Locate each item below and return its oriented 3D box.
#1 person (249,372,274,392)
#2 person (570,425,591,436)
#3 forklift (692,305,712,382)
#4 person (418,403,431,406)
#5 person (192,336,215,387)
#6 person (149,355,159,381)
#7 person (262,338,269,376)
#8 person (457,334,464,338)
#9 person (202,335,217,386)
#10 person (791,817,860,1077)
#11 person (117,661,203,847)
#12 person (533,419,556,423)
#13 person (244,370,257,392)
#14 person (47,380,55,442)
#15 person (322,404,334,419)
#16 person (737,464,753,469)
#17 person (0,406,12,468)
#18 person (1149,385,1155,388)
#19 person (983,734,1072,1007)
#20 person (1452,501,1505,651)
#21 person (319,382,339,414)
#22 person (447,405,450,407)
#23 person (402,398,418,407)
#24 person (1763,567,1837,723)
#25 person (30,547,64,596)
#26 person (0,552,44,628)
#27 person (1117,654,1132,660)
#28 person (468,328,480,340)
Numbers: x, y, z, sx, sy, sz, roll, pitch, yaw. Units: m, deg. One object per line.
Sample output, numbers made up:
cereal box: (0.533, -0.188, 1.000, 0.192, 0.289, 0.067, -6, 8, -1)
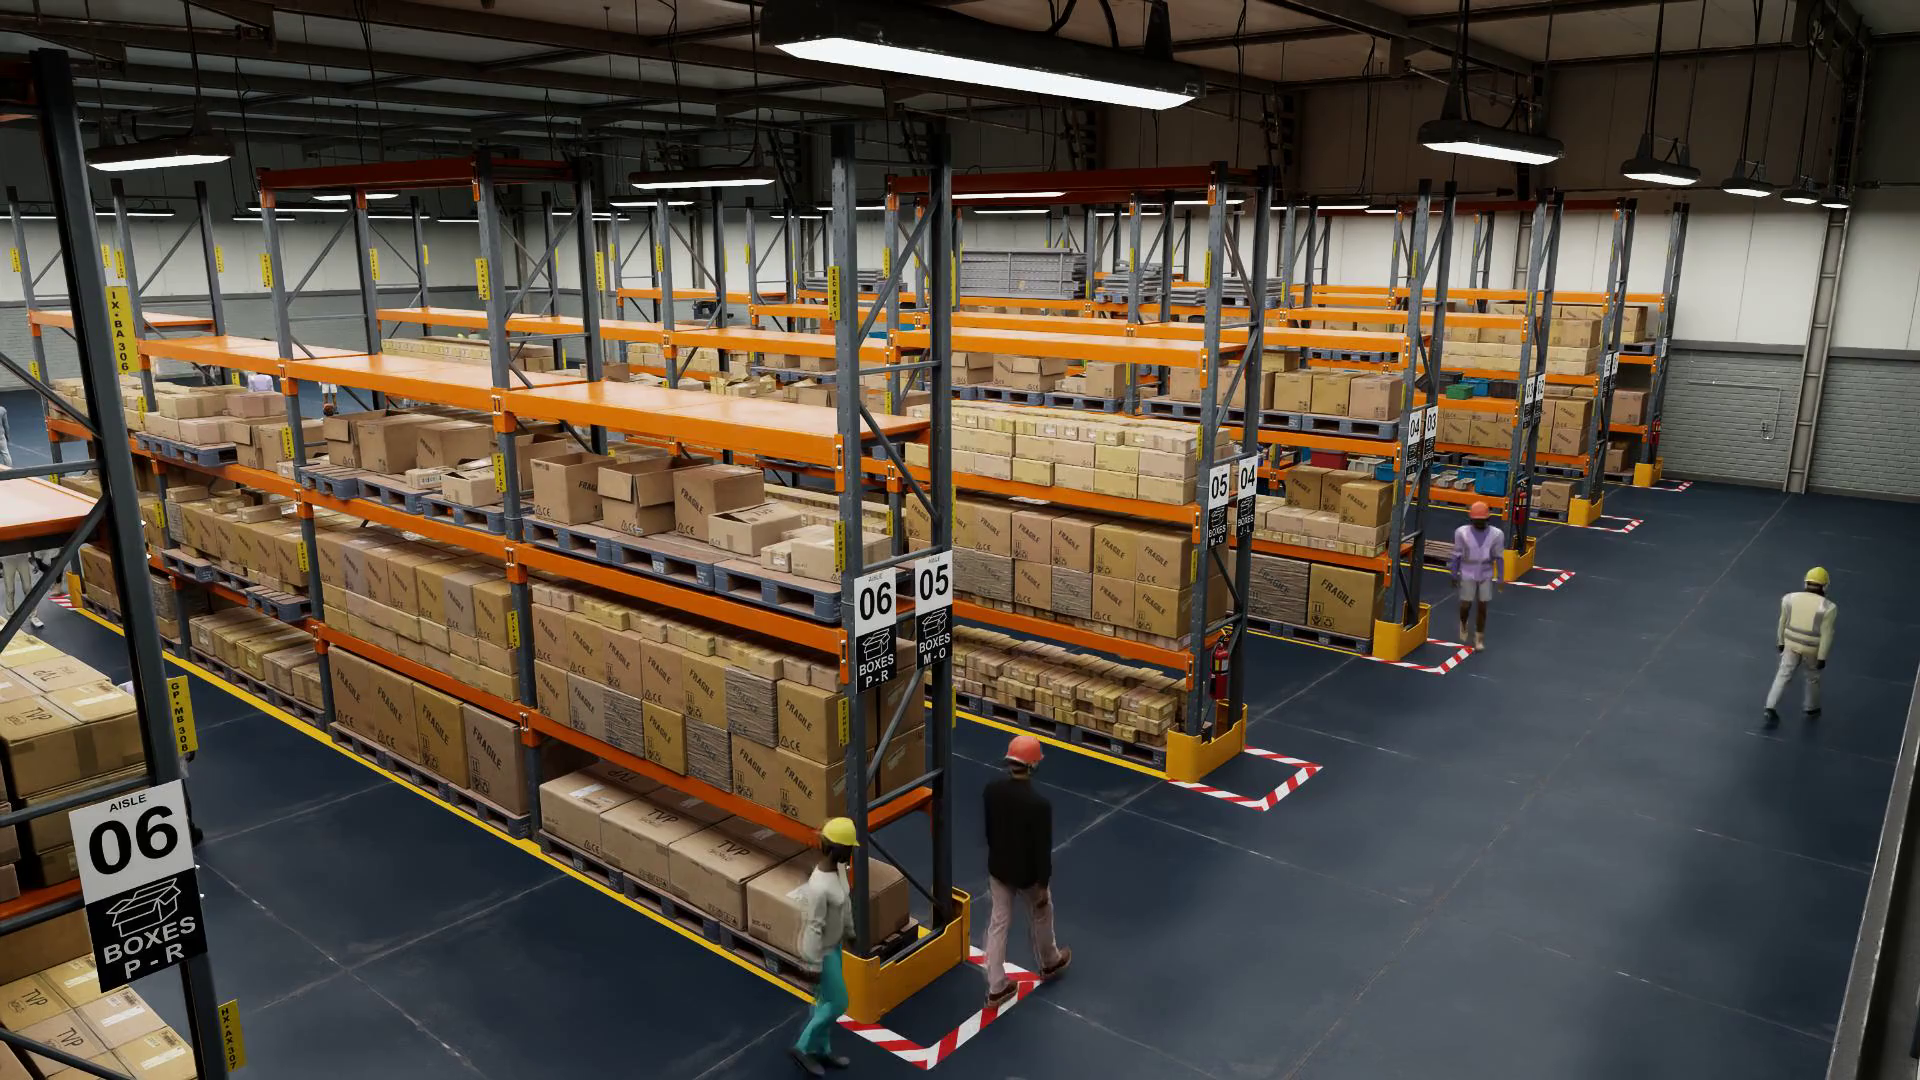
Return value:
person: (-19.210, -3.911, 34.700, 0.584, 1.929, 0.371, -8, 16, -30)
person: (-8.905, -2.677, 29.701, 0.607, 1.906, 0.986, -4, 14, -17)
forklift: (-9.511, -7.392, 47.124, 1.873, 2.768, 1.129, 11, 17, 38)
person: (-15.547, -4.348, 36.501, 0.609, 1.932, 0.441, -4, 14, -15)
person: (-26.021, -6.010, 43.256, 0.618, 1.957, 0.868, 1, 14, 4)
person: (-26.651, -5.553, 41.478, 0.786, 1.919, 0.544, 5, 15, 21)
person: (-25.330, -6.594, 46.254, 0.738, 1.674, 0.530, -3, 14, -14)
person: (-18.584, -6.861, 47.206, 0.768, 1.740, 0.526, 7, 15, 26)
person: (-26.836, -6.368, 44.920, 1.017, 1.893, 0.638, 3, 14, 12)
person: (-0.839, 2.639, 8.183, 0.362, 1.730, 0.543, 2, 14, 10)
person: (-7.096, 1.812, 11.136, 0.552, 1.935, 0.366, -7, 15, -25)
person: (-9.973, -2.813, 30.361, 0.621, 1.845, 0.429, -6, 15, -25)
person: (-23.399, -5.452, 41.683, 0.361, 1.624, 0.513, 6, 15, 22)
person: (-23.963, -3.443, 33.420, 0.520, 1.622, 0.644, 7, 15, 25)
person: (-13.327, -1.953, 26.741, 0.356, 1.883, 0.573, 5, 15, 21)
person: (-5.043, -2.539, 29.237, 0.513, 1.844, 0.337, 9, 17, 34)
person: (-21.532, -2.302, 28.057, 0.371, 1.940, 0.627, 7, 15, 28)
person: (4.783, -3.156, 31.574, 0.545, 1.938, 0.359, -7, 15, -27)
person: (0.485, 2.309, 9.043, 0.636, 1.953, 0.922, 10, 17, 36)
person: (6.785, 0.474, 16.471, 0.657, 2.015, 0.481, 3, 14, 13)
person: (-19.224, -4.797, 38.328, 0.551, 1.933, 0.373, -7, 16, -28)
person: (-14.115, -4.032, 35.052, 0.619, 2.011, 0.976, -6, 15, -24)
person: (-15.663, -4.207, 35.894, 0.543, 1.939, 0.360, -4, 14, -18)
person: (9.408, 1.177, 14.082, 0.957, 1.788, 0.597, -8, 16, -28)
person: (-13.827, 0.015, 19.061, 0.536, 1.685, 0.382, -2, 14, -8)
person: (-13.072, 0.318, 17.421, 0.329, 1.874, 0.507, 12, 18, 40)
person: (2.193, 0.635, 16.221, 0.650, 1.825, 0.461, -4, 14, -17)
person: (-20.109, -7.980, 52.151, 0.524, 1.584, 0.870, -12, 18, -41)
